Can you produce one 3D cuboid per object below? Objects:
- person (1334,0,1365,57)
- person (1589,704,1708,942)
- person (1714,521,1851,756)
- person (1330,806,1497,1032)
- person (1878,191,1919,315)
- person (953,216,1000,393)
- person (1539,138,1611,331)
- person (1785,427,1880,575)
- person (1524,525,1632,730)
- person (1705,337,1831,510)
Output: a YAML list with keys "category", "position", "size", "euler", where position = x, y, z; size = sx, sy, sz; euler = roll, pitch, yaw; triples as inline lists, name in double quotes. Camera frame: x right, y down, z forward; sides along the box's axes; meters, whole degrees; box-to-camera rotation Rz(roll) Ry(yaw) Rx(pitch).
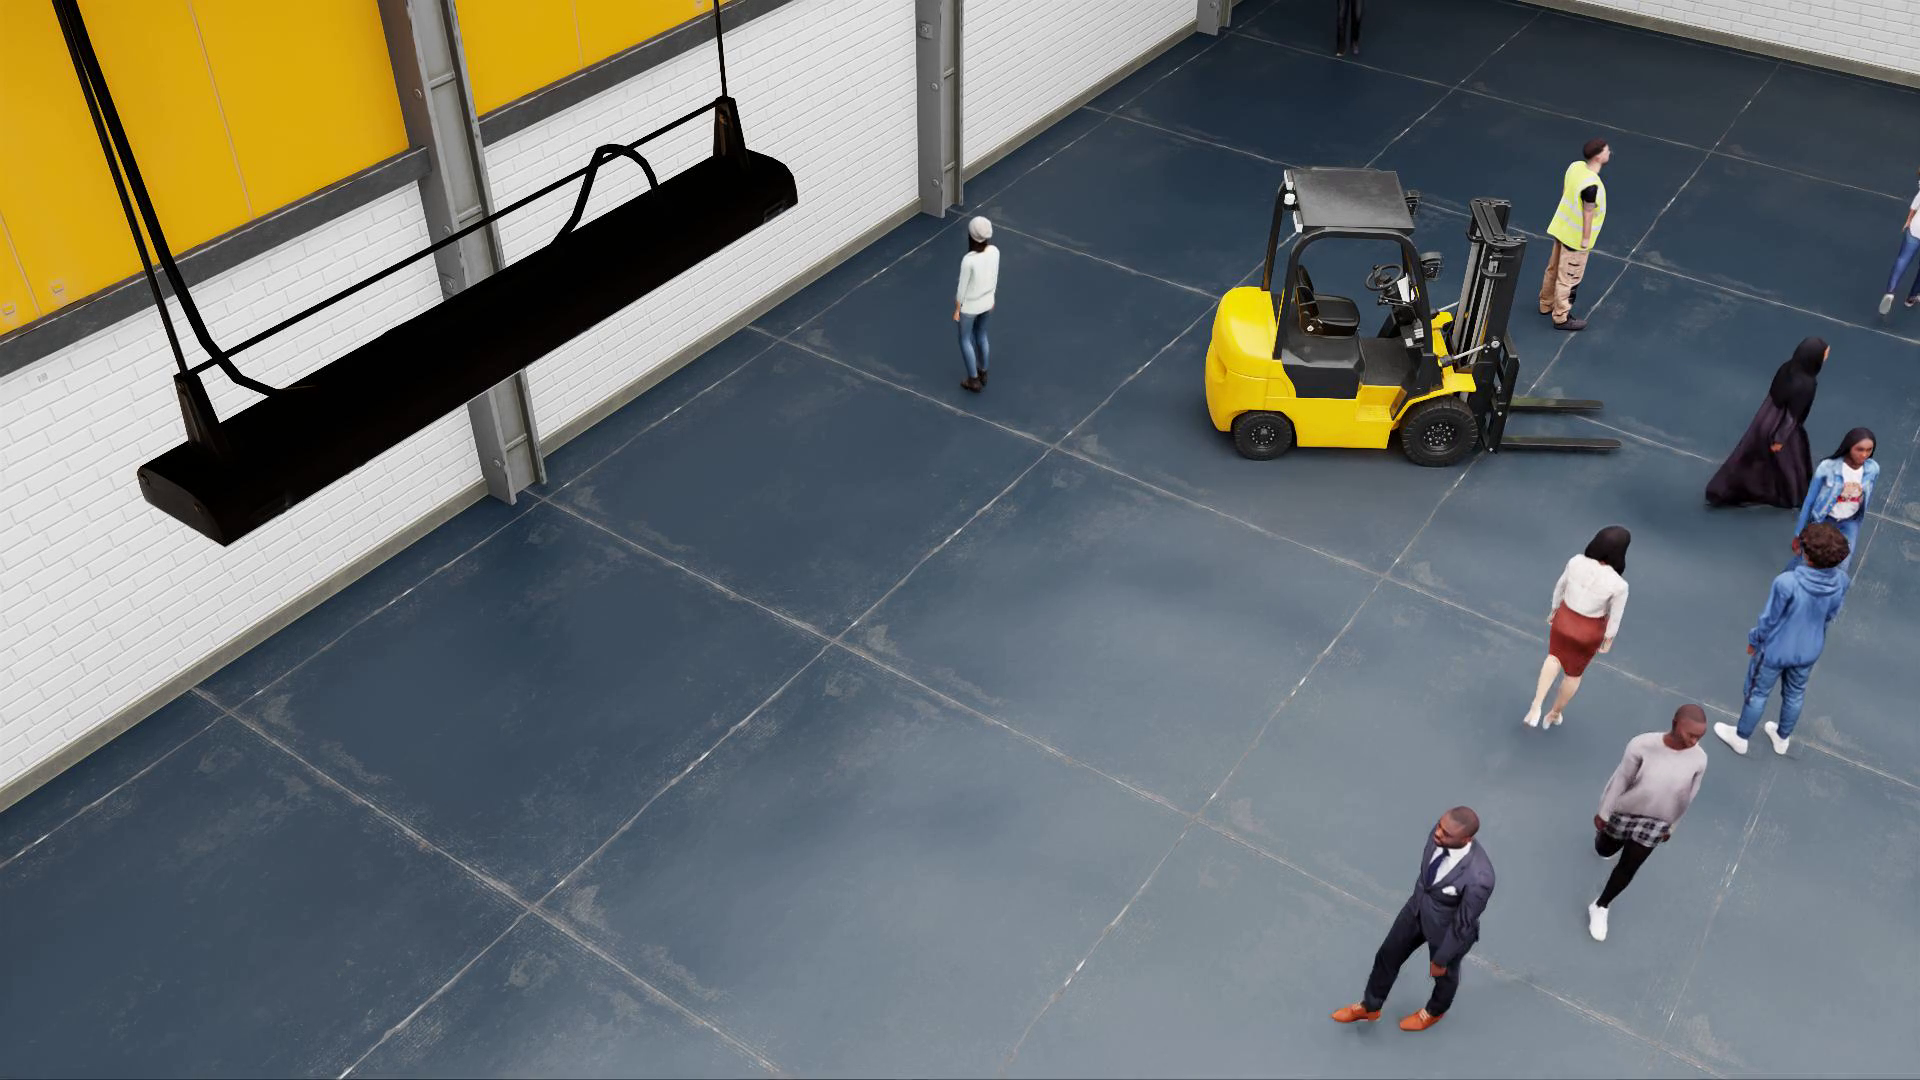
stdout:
- category: "person"
  position: [4.767, -6.769, 20.159]
  size: [0.736, 1.783, 0.717]
  euler: [12, 40, 15]
- category: "person"
  position: [3.985, 1.544, 9.776]
  size: [0.857, 1.750, 1.088]
  euler: [11, 40, 13]
- category: "person"
  position: [5.414, 0.667, 10.834]
  size: [0.776, 1.799, 0.807]
  euler: [-1, 39, -2]
- category: "person"
  position: [2.683, 2.071, 9.073]
  size: [1.074, 1.803, 0.994]
  euler: [-11, 40, -14]
- category: "person"
  position: [8.931, -2.850, 15.325]
  size: [0.640, 1.690, 0.970]
  euler: [25, 45, 28]
- category: "person"
  position: [0.146, -2.020, 14.324]
  size: [0.564, 1.642, 0.704]
  euler: [-28, 47, -31]
- category: "person"
  position: [5.623, -2.810, 15.150]
  size: [0.915, 1.847, 0.850]
  euler: [-3, 39, -4]
- category: "person"
  position: [6.178, -0.135, 11.920]
  size: [0.831, 1.698, 0.906]
  euler: [3, 39, 4]
- category: "person"
  position: [4.013, 0.650, 10.904]
  size: [0.661, 1.738, 0.724]
  euler: [30, 48, 32]
- category: "person"
  position: [6.300, -0.899, 12.955]
  size: [1.106, 1.599, 1.126]
  euler: [-2, 39, -3]
